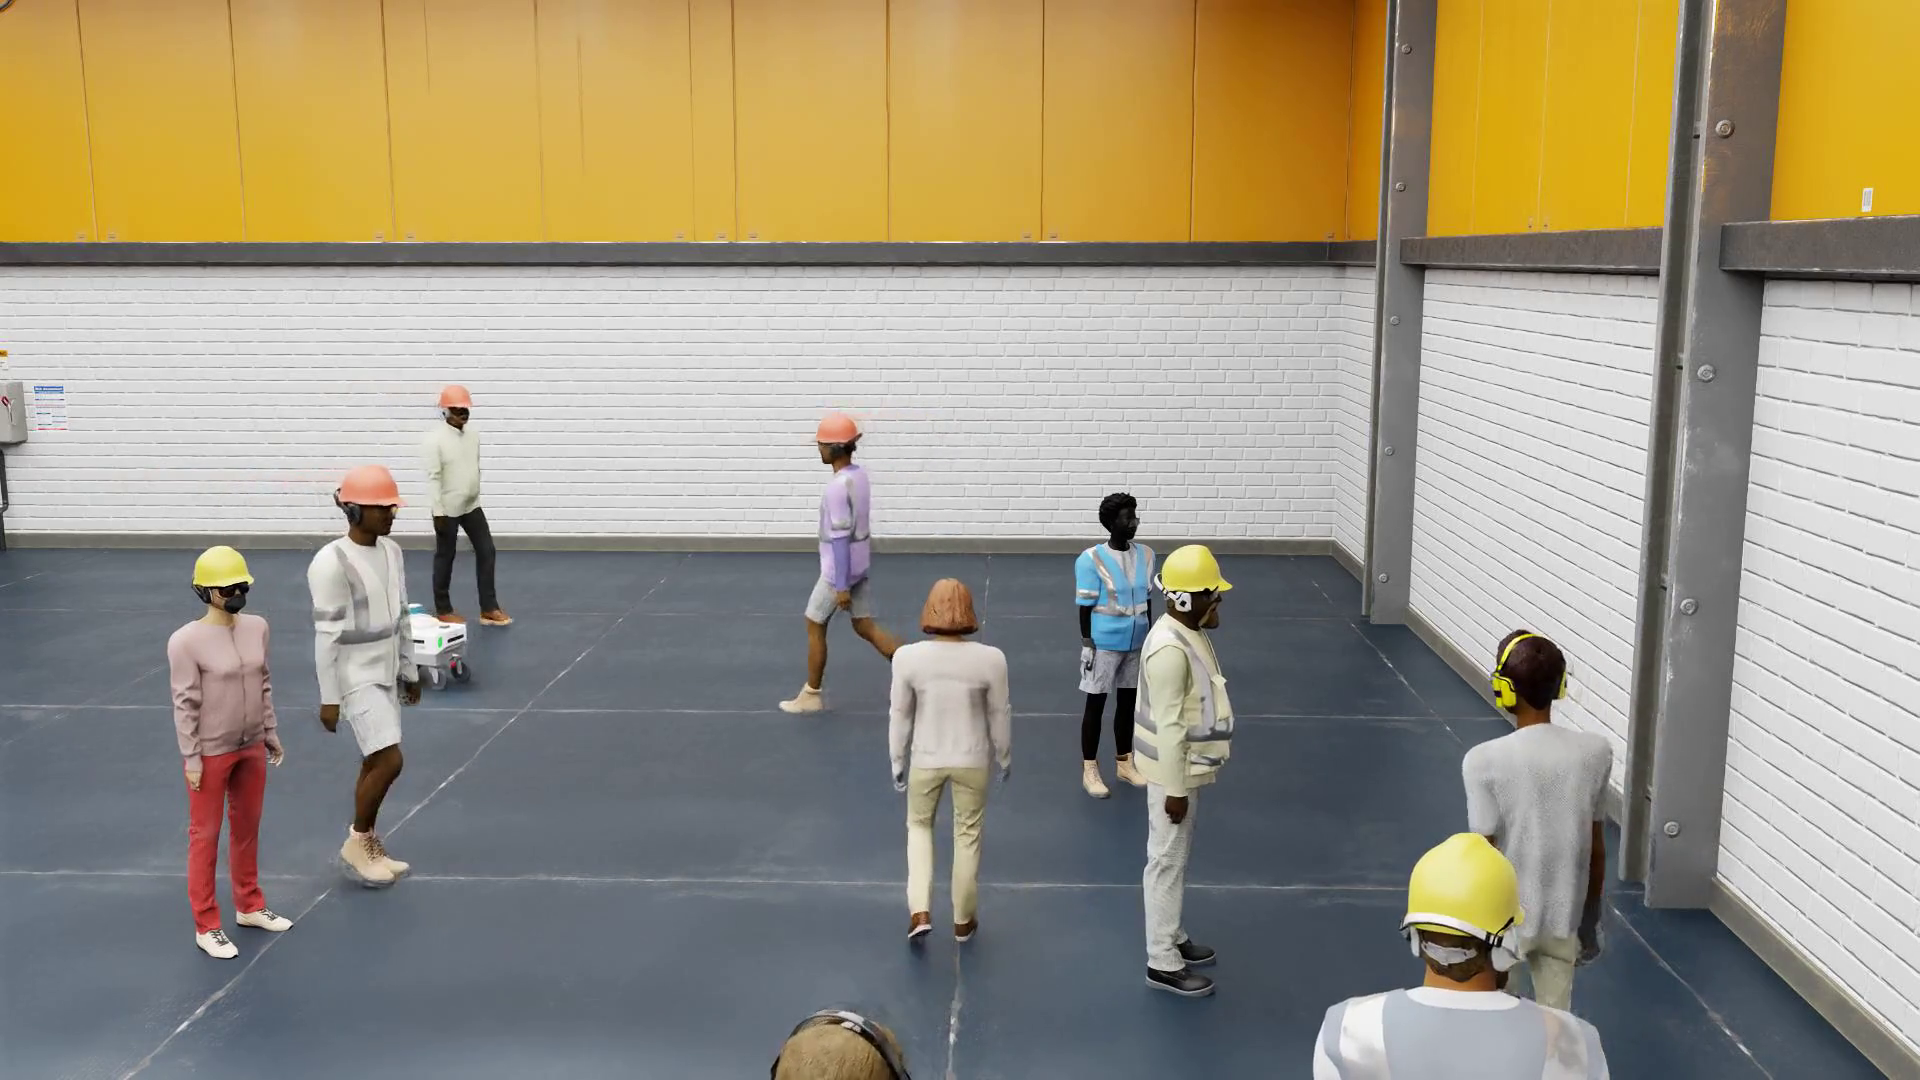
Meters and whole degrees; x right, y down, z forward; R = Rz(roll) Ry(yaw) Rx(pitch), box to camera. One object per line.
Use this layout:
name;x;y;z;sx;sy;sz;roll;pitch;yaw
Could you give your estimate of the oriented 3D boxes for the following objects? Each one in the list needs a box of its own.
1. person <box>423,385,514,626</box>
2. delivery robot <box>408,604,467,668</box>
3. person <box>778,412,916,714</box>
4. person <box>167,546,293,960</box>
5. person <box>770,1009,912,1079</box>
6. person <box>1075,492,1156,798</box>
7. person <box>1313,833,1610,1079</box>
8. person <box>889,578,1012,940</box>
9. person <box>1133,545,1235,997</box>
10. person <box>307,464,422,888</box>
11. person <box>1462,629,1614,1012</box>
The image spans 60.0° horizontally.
person;-3.938;-0.249;13.281;0.819;1.964;0.660;5;11;26
delivery robot;-3.823;0.692;11.656;0.707;0.478;0.477;3;10;19
person;-0.686;0.173;10.756;0.983;2.016;0.616;3;10;17
person;-3.149;0.896;7.192;0.322;1.769;0.523;4;11;23
person;-0.159;1.627;2.579;0.647;1.885;1.009;3;10;20
person;0.874;0.574;9.275;0.535;1.700;0.318;-6;12;-32
person;1.014;1.505;3.454;0.591;1.828;0.404;2;10;12
person;-0.038;0.966;7.213;0.531;1.626;0.386;1;10;4
person;0.920;0.923;6.839;0.404;1.834;0.592;2;10;14
person;-2.769;0.648;7.880;0.496;2.024;0.630;2;10;11
person;1.802;1.206;5.151;0.525;1.846;0.639;-1;10;-5
